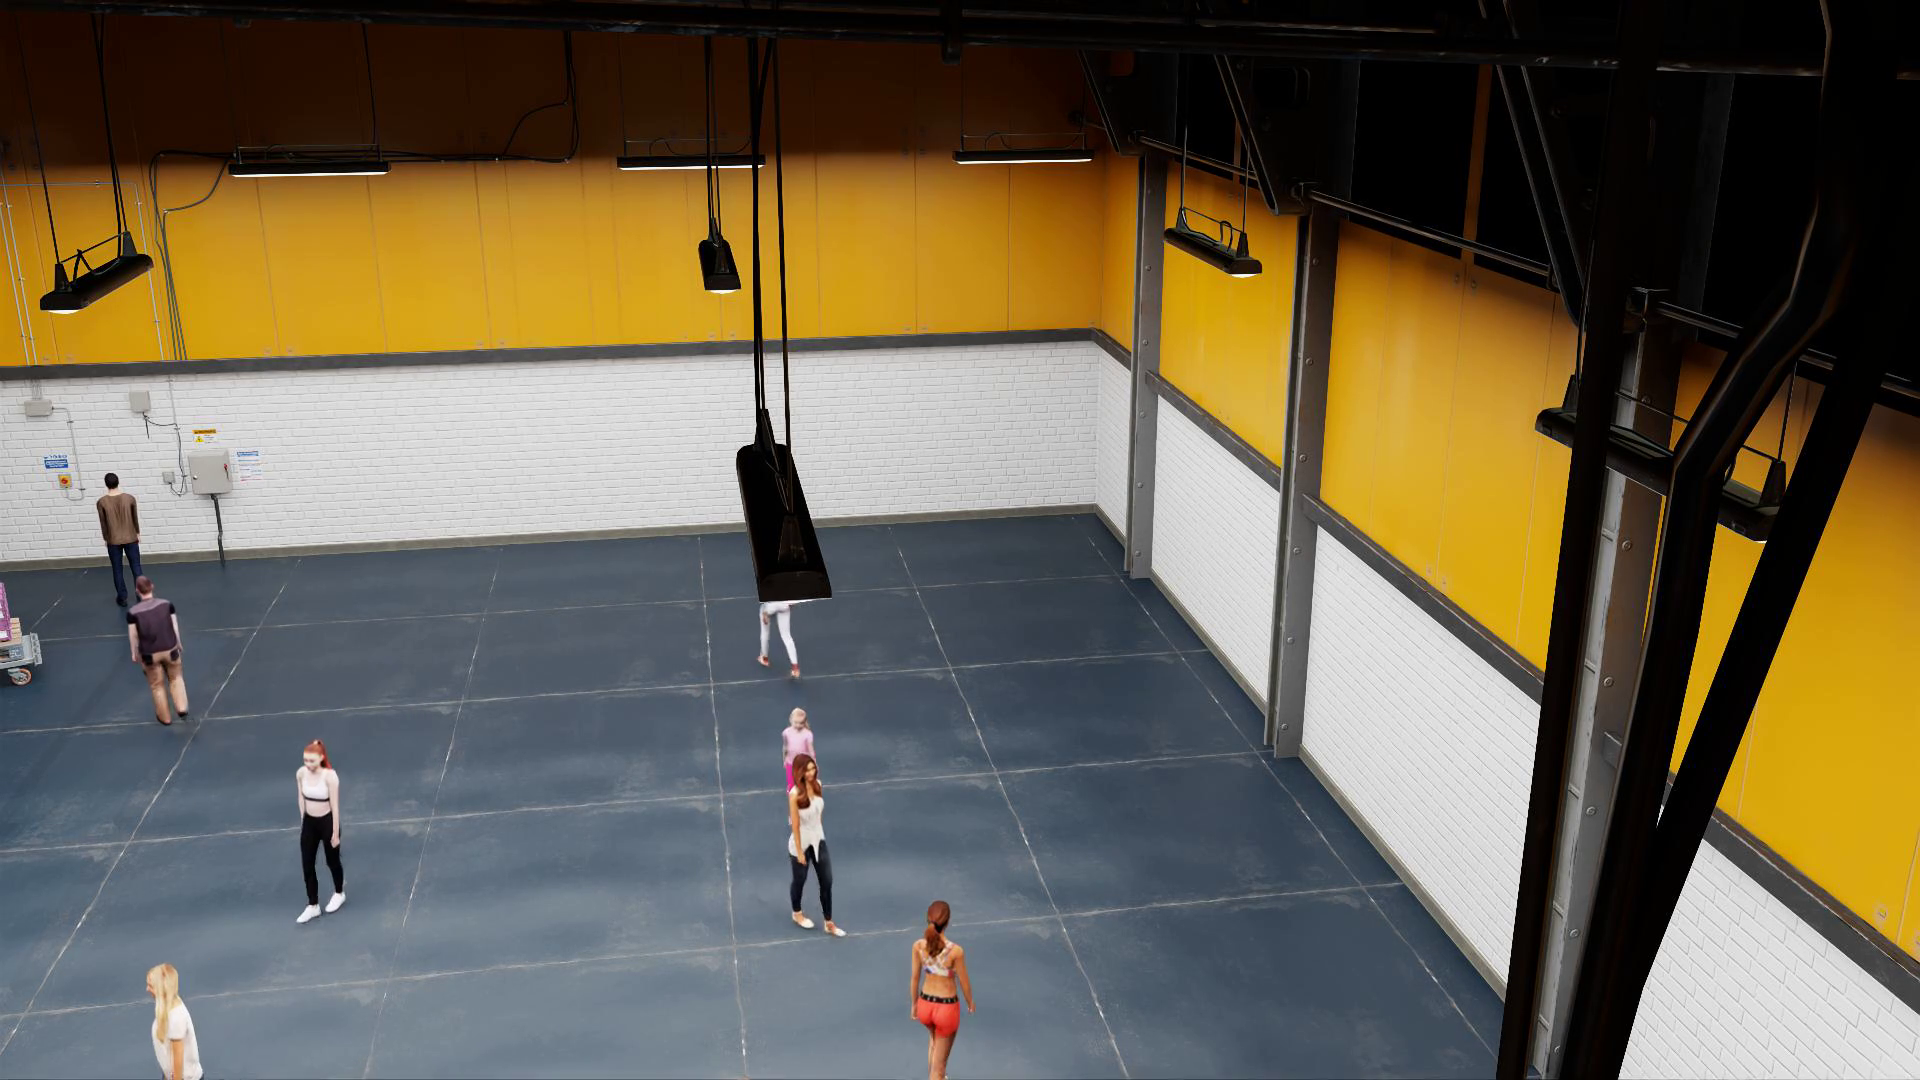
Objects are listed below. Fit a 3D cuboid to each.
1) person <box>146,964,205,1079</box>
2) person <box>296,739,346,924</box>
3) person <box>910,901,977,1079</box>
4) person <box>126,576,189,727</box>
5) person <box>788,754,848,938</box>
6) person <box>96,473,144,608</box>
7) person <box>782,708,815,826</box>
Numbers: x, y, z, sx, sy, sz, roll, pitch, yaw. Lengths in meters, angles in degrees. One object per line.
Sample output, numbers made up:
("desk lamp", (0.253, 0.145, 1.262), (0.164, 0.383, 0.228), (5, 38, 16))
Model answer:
("person", (-5.421, 3.804, 11.828), (1.043, 1.785, 1.105), (-16, 25, -40))
("person", (-5.855, 2.623, 15.412), (0.798, 1.735, 0.913), (5, 19, 14))
("person", (-0.190, 3.592, 12.480), (0.823, 1.771, 0.912), (9, 21, 25))
("person", (-9.235, 1.302, 19.190), (0.809, 1.828, 0.820), (-13, 23, -34))
("person", (-1.451, 2.731, 15.050), (0.980, 1.762, 0.892), (16, 24, 39))
("person", (-11.604, -0.017, 23.016), (0.726, 1.886, 0.701), (-12, 22, -31))
("person", (-1.673, 2.278, 17.201), (0.613, 1.248, 0.841), (3, 19, 9))
